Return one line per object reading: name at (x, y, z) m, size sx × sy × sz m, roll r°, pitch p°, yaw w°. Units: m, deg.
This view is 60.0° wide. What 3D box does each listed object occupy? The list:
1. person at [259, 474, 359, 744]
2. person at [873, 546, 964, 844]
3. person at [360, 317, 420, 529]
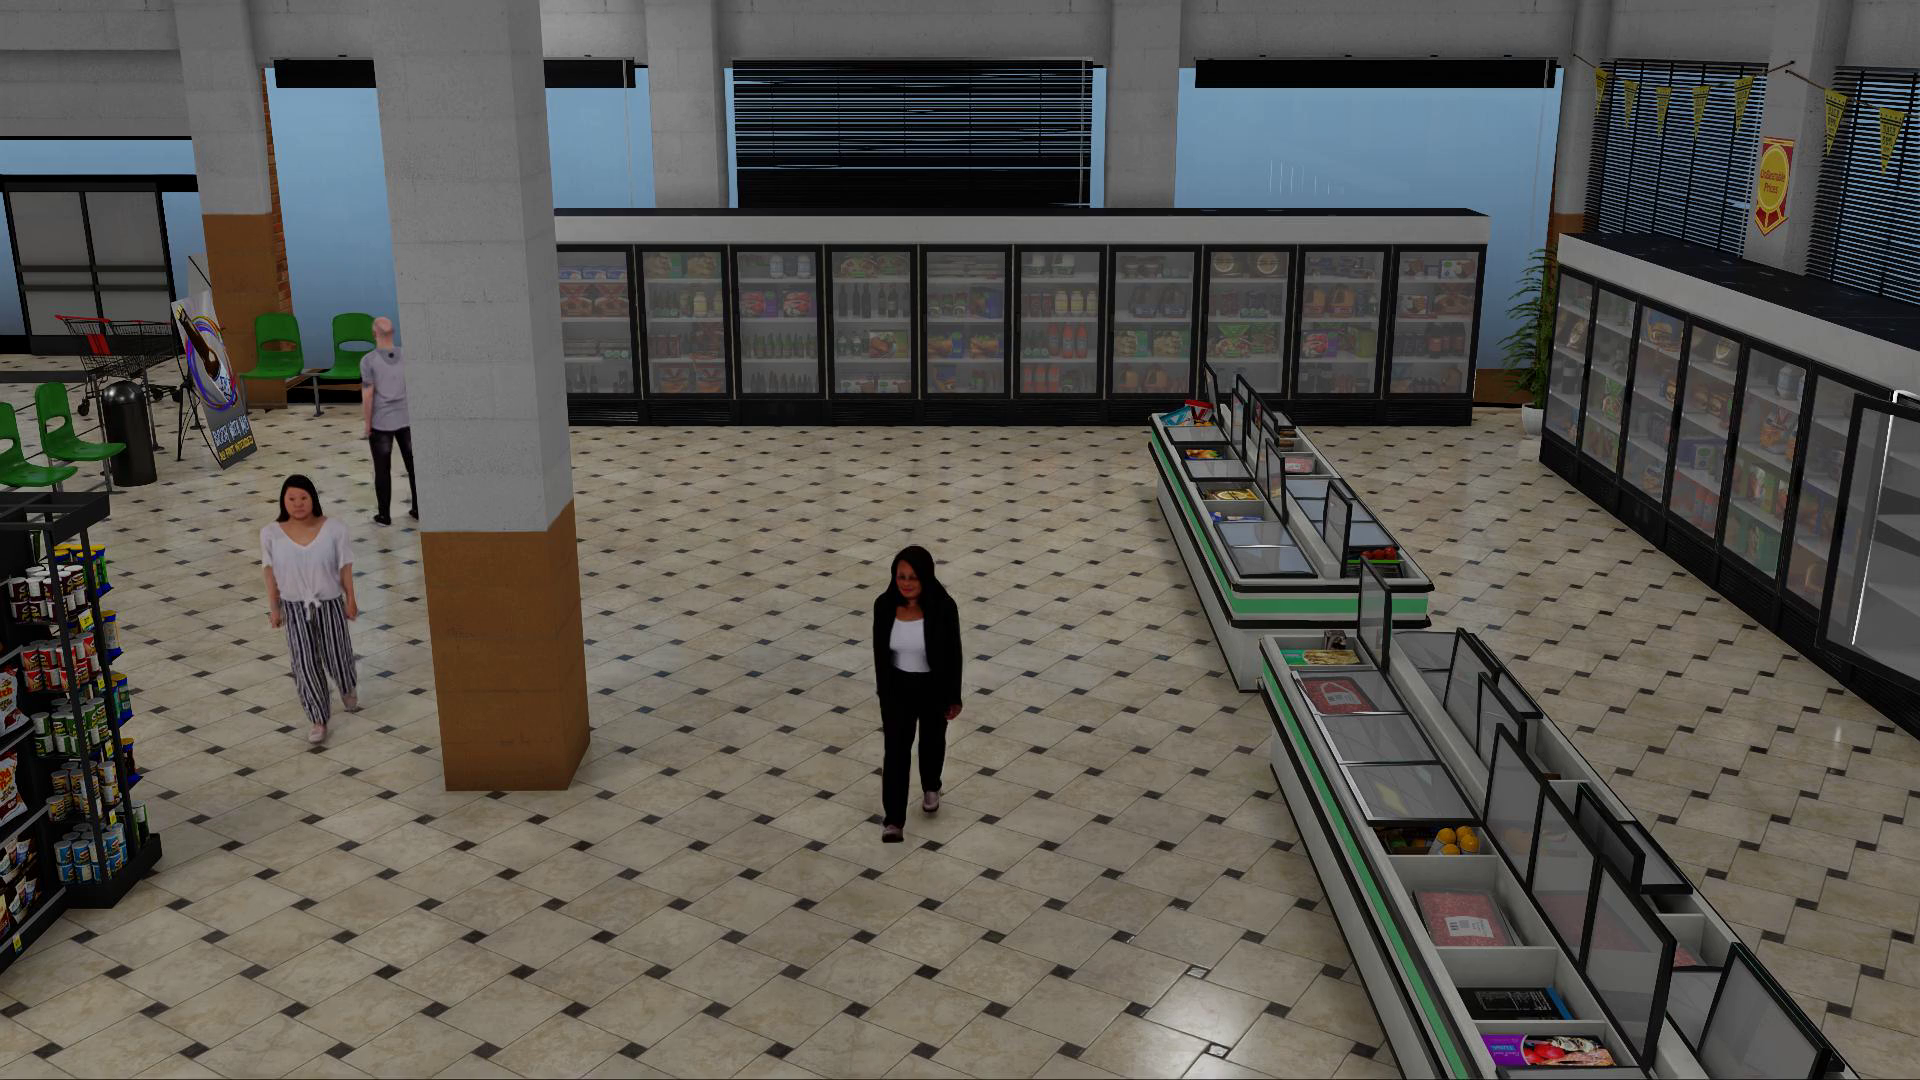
person at (-3.945, 0.382, 10.166) m, size 0.767 × 1.667 × 0.849 m, roll -4°, pitch 17°, yaw -12°
person at (-0.206, 0.794, 8.971) m, size 0.667 × 1.573 × 1.046 m, roll 1°, pitch 17°, yaw 3°
person at (-4.969, -1.040, 14.564) m, size 0.760 × 1.833 × 0.790 m, roll -12°, pitch 21°, yaw -35°
